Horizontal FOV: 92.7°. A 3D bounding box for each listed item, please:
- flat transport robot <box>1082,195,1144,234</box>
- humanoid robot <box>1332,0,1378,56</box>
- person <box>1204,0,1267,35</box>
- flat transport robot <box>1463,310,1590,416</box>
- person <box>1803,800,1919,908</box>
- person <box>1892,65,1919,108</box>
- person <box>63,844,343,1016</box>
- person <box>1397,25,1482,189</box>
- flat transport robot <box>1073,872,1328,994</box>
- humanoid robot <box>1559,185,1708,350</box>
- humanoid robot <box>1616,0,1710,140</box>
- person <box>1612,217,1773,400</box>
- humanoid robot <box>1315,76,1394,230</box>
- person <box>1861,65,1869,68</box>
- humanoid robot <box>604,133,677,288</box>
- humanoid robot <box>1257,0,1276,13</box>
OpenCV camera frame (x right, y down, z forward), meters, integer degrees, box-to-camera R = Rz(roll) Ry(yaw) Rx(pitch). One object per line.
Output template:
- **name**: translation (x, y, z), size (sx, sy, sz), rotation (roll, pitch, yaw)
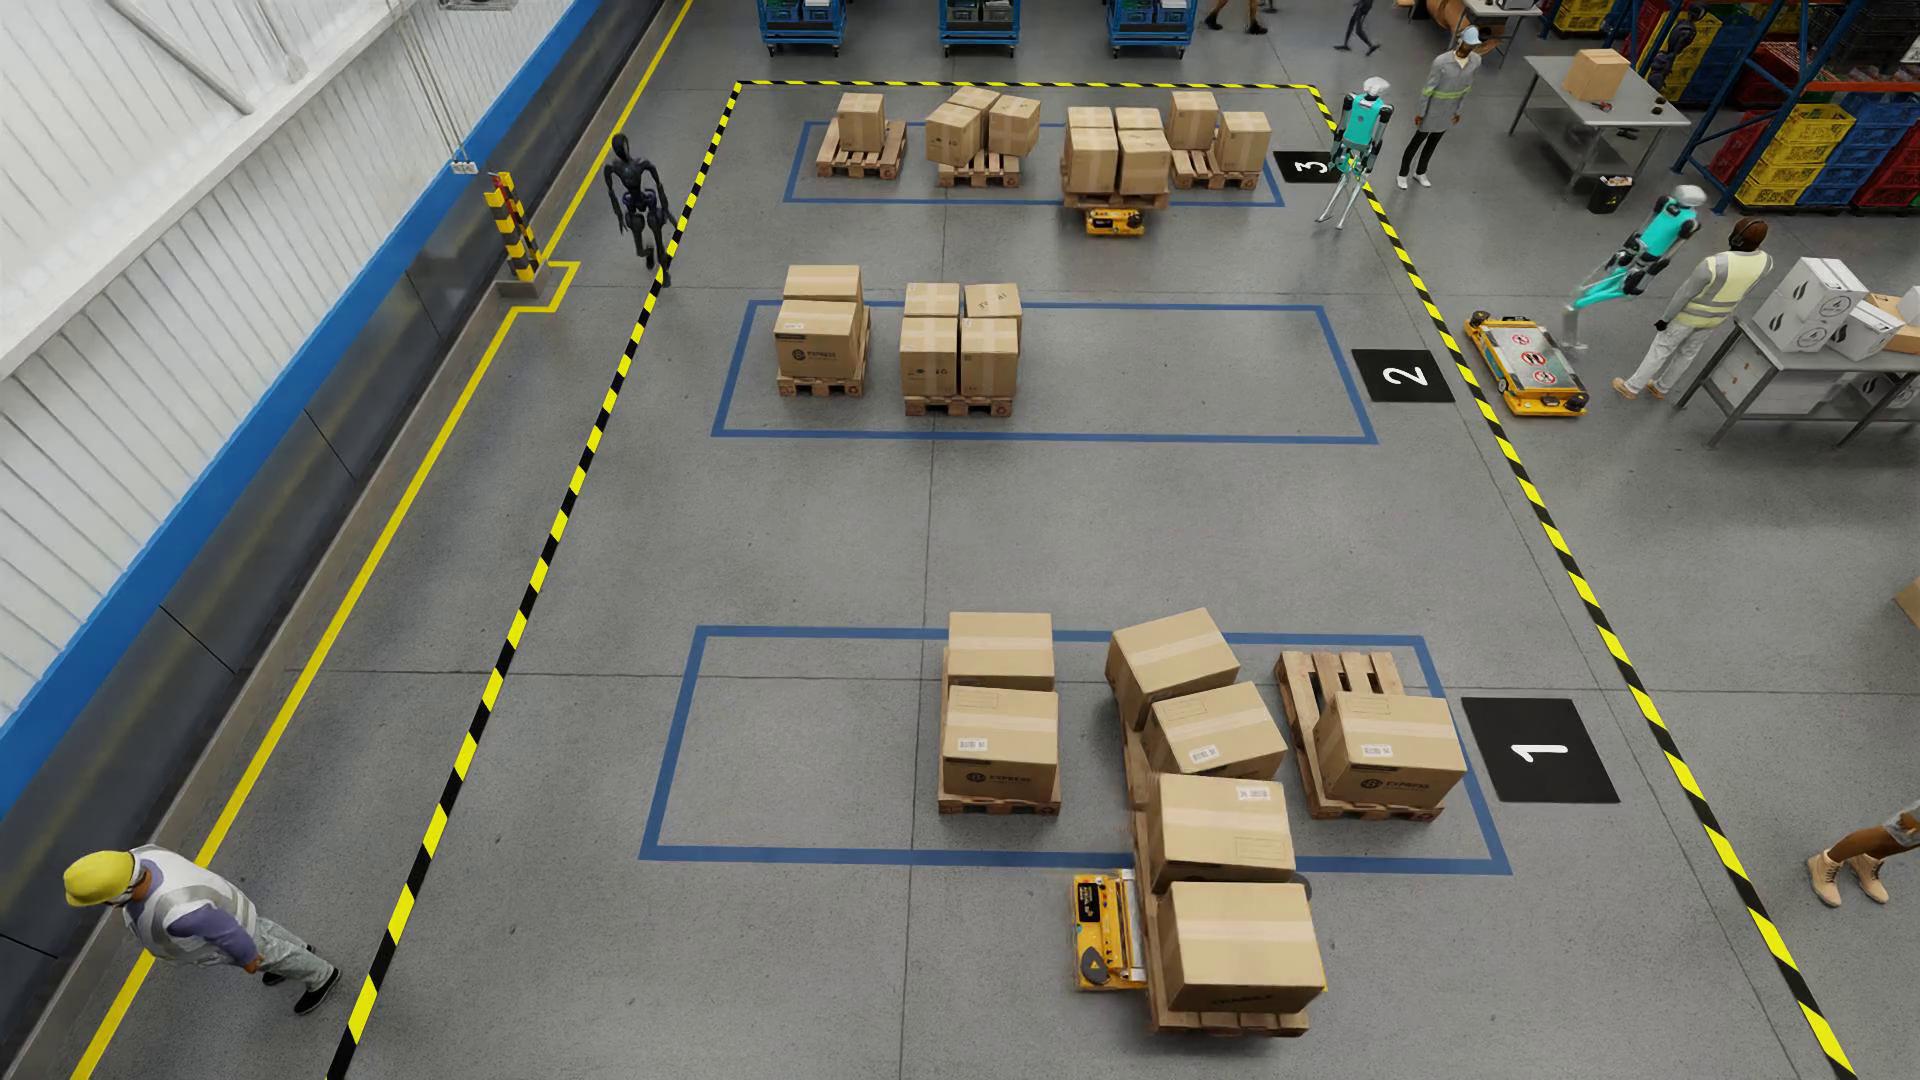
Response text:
- **flat transport robot**: translation (1.827, -4.180, 11.133), size (0.652, 0.197, 1.431), rotation (1, 49, 1)
- **humanoid robot**: translation (6.089, -8.104, 13.647), size (0.672, 1.656, 0.598), rotation (13, 50, 11)
- **person**: translation (4.398, -8.827, 14.102), size (0.978, 1.892, 0.547), rotation (3, 49, 2)
- **flat transport robot**: translation (5.573, -1.757, 9.054), size (0.659, 0.231, 1.431), rotation (1, 49, 1)
- **person**: translation (5.598, 1.498, 5.061), size (0.613, 2.047, 0.358), rotation (-2, 49, -2)
- **person**: translation (11.659, -5.606, 11.225), size (0.563, 2.021, 0.620), rotation (22, 53, 18)
- **person**: translation (-3.867, 2.023, 4.749), size (0.596, 1.827, 0.403), rotation (27, 54, 21)
- **person**: translation (5.722, -5.119, 10.917), size (0.589, 1.852, 0.374), rotation (-7, 50, -6)
- **flat transport robot**: translation (1.420, 2.334, 5.494), size (1.431, 0.197, 0.652), rotation (1, 49, 1)
- **humanoid robot**: translation (6.191, -2.490, 8.748), size (0.836, 1.806, 0.532), rotation (-1, 49, -1)
- **humanoid robot**: translation (9.091, -6.080, 11.862), size (0.304, 1.653, 0.615), rotation (23, 53, 19)
- **person**: translation (6.614, -2.031, 8.259), size (0.622, 1.837, 0.429), rotation (-3, 49, -3)
- **humanoid robot**: translation (4.465, -4.335, 10.228), size (0.533, 1.673, 0.735), rotation (34, 57, 26)
- **person**: translation (13.683, -7.818, 13.317), size (0.534, 1.744, 0.399), rotation (-14, 51, -12)
- **humanoid robot**: translation (-3.305, -3.465, 9.601), size (0.599, 1.649, 0.469), rotation (-7, 50, -6)
- **humanoid robot**: translation (5.070, -9.409, 14.752), size (0.421, 1.654, 0.610), rotation (8, 50, 7)
